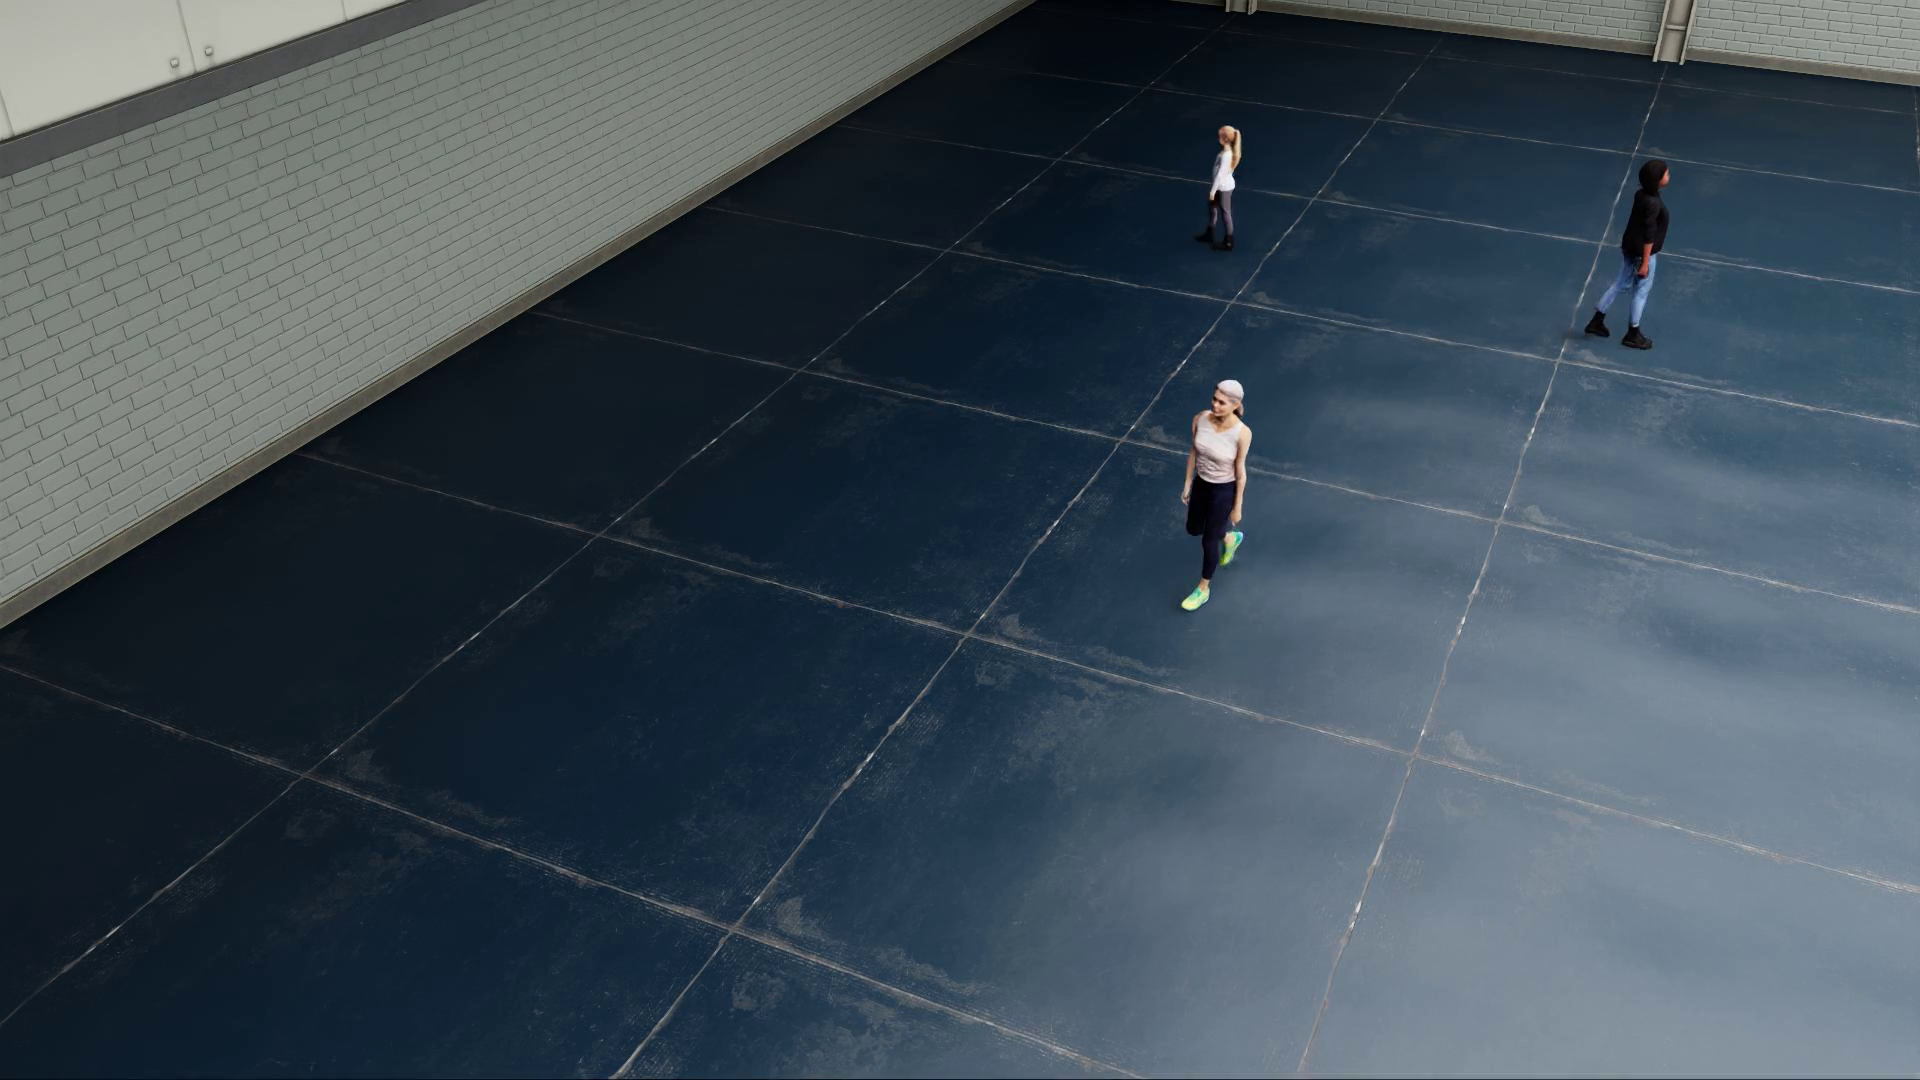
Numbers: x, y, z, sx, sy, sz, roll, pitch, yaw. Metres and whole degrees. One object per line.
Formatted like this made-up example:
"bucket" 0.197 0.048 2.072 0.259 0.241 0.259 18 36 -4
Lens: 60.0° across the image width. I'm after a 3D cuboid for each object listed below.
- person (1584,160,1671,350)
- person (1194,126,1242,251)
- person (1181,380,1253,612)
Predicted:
"person" 5.913 -2.515 14.604 0.889 1.705 0.768 -2 32 -2
"person" 2.694 -3.493 16.567 0.687 1.266 0.546 9 33 13
"person" 1.766 -0.353 11.190 0.952 1.690 0.870 27 41 36
